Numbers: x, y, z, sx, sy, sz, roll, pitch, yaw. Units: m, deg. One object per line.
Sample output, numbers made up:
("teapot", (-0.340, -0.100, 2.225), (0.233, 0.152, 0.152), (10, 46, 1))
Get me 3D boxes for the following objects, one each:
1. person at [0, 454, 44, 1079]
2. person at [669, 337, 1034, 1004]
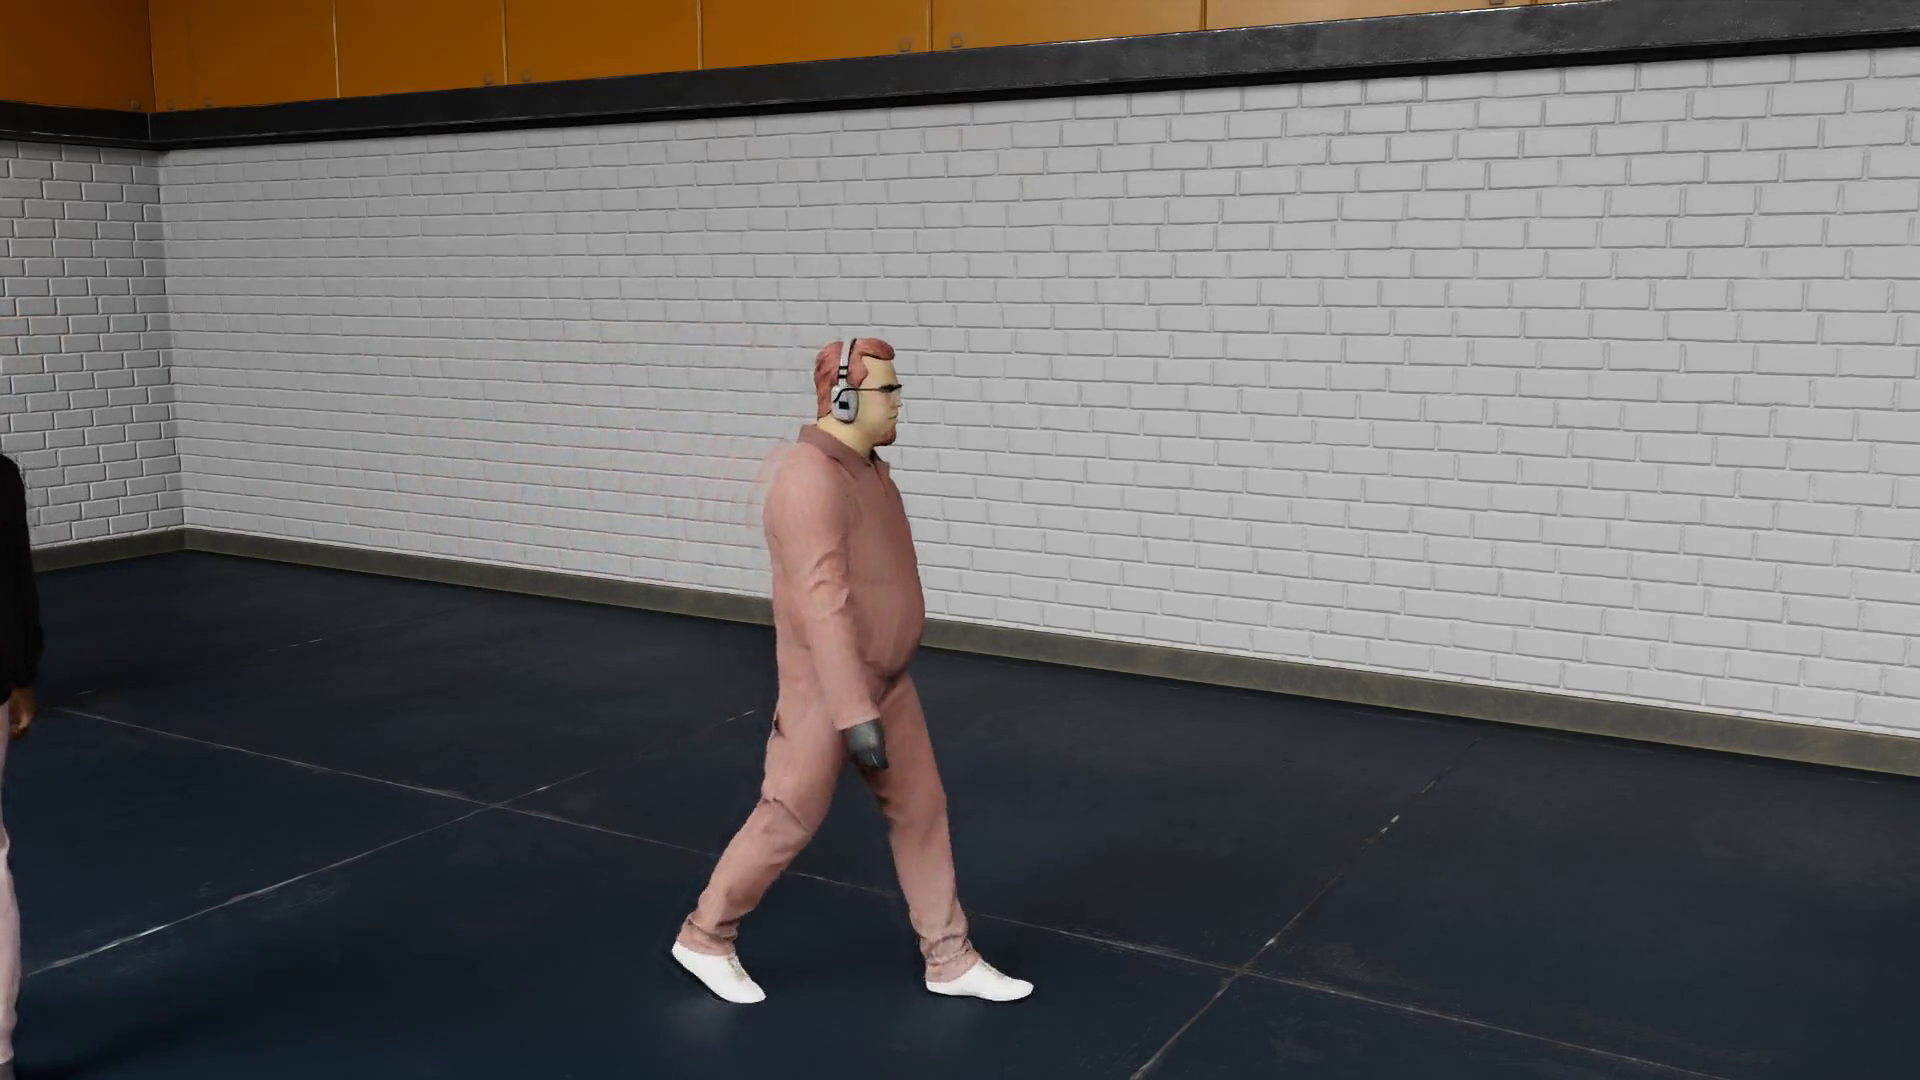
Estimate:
("person", (-2.667, 0.385, 4.185), (0.971, 1.948, 0.662), (8, 12, 40))
("person", (-0.343, 0.380, 4.529), (0.991, 1.862, 0.642), (3, 10, 17))
